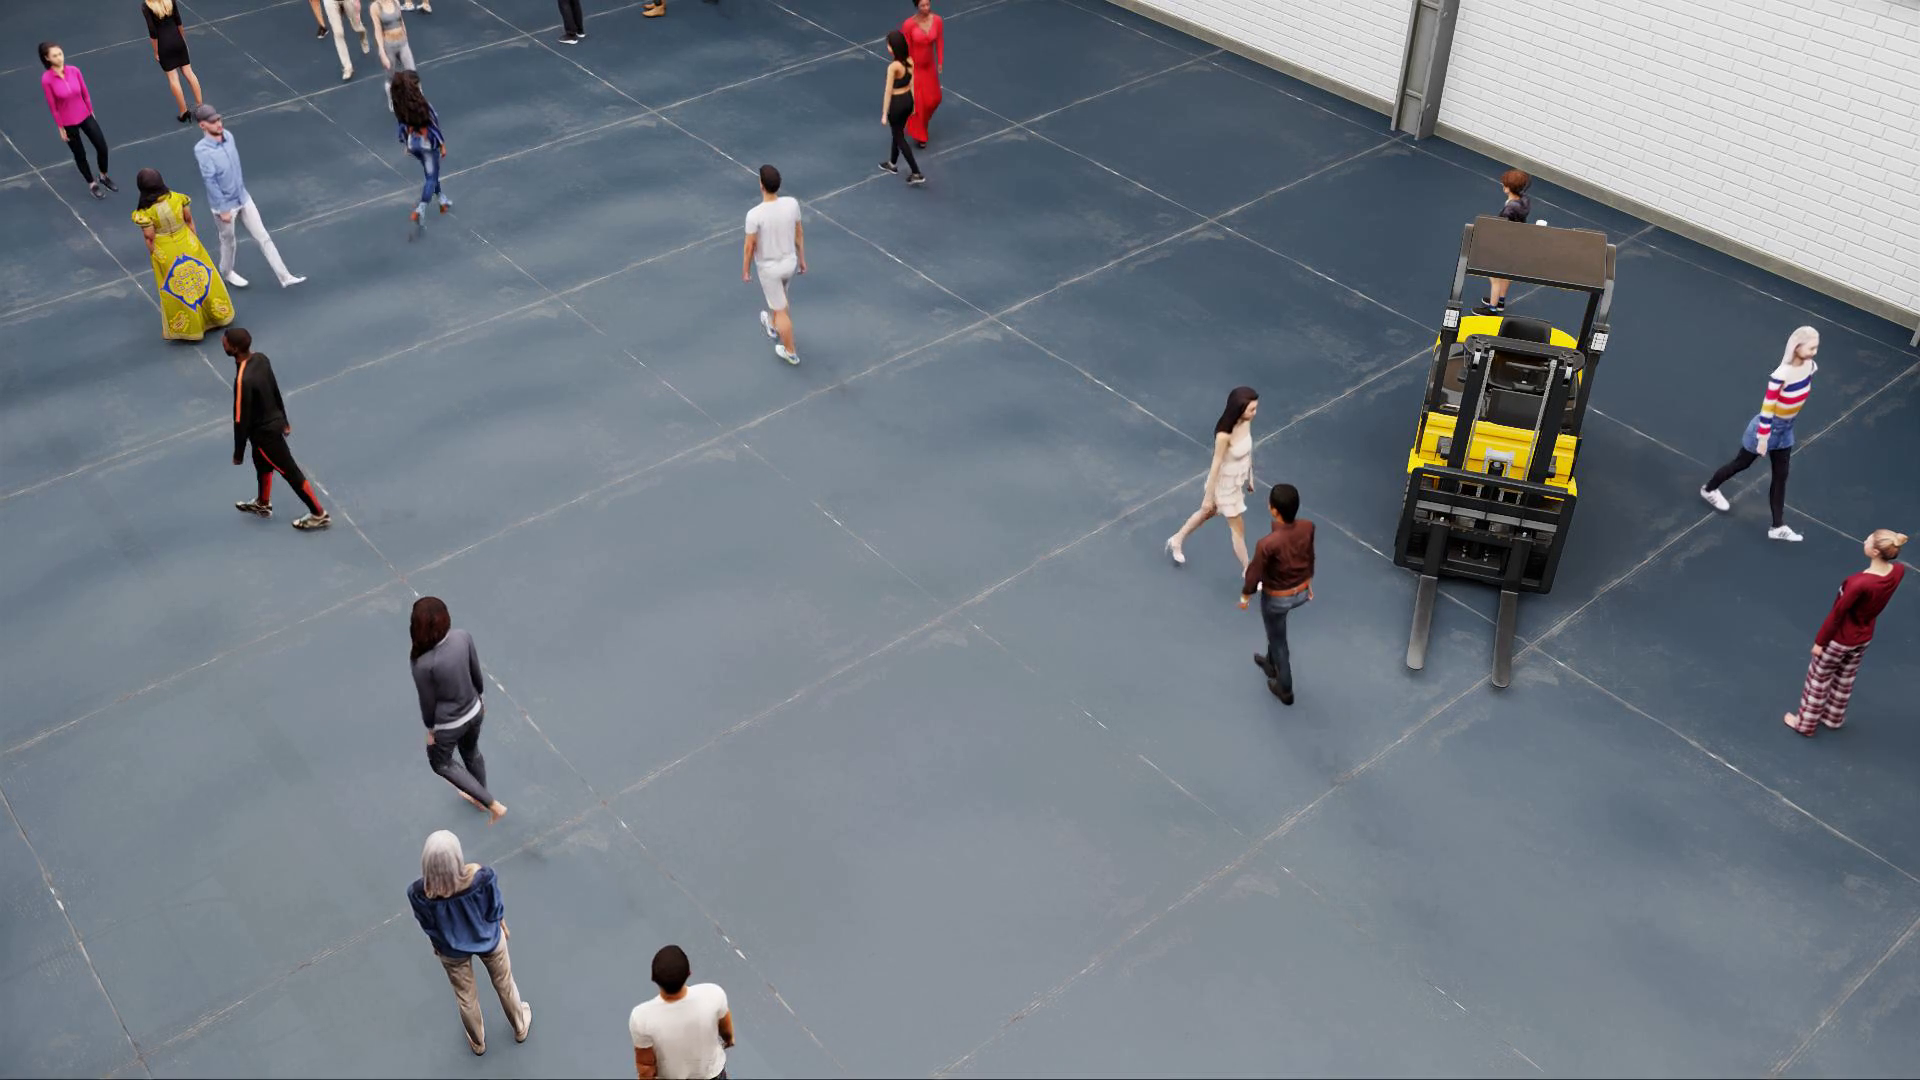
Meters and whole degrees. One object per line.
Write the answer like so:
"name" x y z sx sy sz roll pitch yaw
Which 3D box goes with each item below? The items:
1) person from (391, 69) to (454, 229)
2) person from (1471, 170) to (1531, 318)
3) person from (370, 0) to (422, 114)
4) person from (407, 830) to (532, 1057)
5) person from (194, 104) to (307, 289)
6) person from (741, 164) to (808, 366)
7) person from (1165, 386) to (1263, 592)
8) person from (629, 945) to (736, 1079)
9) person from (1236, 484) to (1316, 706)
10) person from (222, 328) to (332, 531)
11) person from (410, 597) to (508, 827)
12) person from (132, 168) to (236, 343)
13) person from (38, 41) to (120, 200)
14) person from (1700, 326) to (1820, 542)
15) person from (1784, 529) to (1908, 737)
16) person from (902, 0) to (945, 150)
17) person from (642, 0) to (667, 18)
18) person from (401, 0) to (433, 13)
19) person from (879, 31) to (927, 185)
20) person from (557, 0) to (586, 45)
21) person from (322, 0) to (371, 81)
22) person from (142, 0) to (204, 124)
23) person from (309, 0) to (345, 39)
"person" -5.403 -3.892 16.641 1.056 1.596 1.029 11 40 13
"person" 5.018 -2.724 15.296 0.567 1.450 0.567 28 46 30
"person" -6.356 -5.456 18.553 1.146 1.654 0.695 30 47 32
"person" -2.642 2.171 8.976 0.684 1.697 0.677 -12 40 -15
"person" -6.882 -3.172 15.545 1.251 1.840 1.002 15 41 18
"person" -1.551 -2.360 14.533 0.709 1.833 0.982 -26 46 -29
"person" 1.871 -0.420 12.227 1.146 1.680 0.796 24 44 27
"person" -1.319 2.719 8.240 0.929 1.760 1.213 -12 40 -15
"person" 2.205 0.432 11.103 0.722 1.752 0.767 -19 43 -23
"person" -5.167 -0.814 12.639 1.055 1.782 1.052 -3 39 -4
"person" -3.051 1.109 10.250 0.868 1.758 0.747 22 43 25
"person" -7.053 -2.577 14.952 0.843 1.660 0.908 27 46 29
"person" -9.152 -4.334 17.130 0.602 1.688 0.611 31 48 33
"person" 6.129 -0.869 12.727 0.797 1.758 1.178 -20 43 -23
"person" 5.843 0.608 10.924 0.669 1.700 0.599 -16 41 -19
"person" -0.438 -5.155 18.092 0.799 1.770 0.942 -12 40 -15
"person" -3.939 -7.537 21.113 0.765 1.711 0.675 -2 39 -2
"person" -6.984 -7.450 21.204 0.736 1.463 0.679 21 43 24
"person" -0.580 -4.483 17.361 0.976 1.621 0.692 26 45 29
"person" -4.882 -6.986 20.395 0.658 1.746 0.652 14 41 17
"person" -7.301 -6.441 19.649 0.999 1.825 1.150 -3 39 -4
"person" -8.830 -5.506 18.599 0.542 1.676 0.600 23 44 26
"person" -8.051 -7.239 20.648 0.941 1.826 1.023 1 39 1
